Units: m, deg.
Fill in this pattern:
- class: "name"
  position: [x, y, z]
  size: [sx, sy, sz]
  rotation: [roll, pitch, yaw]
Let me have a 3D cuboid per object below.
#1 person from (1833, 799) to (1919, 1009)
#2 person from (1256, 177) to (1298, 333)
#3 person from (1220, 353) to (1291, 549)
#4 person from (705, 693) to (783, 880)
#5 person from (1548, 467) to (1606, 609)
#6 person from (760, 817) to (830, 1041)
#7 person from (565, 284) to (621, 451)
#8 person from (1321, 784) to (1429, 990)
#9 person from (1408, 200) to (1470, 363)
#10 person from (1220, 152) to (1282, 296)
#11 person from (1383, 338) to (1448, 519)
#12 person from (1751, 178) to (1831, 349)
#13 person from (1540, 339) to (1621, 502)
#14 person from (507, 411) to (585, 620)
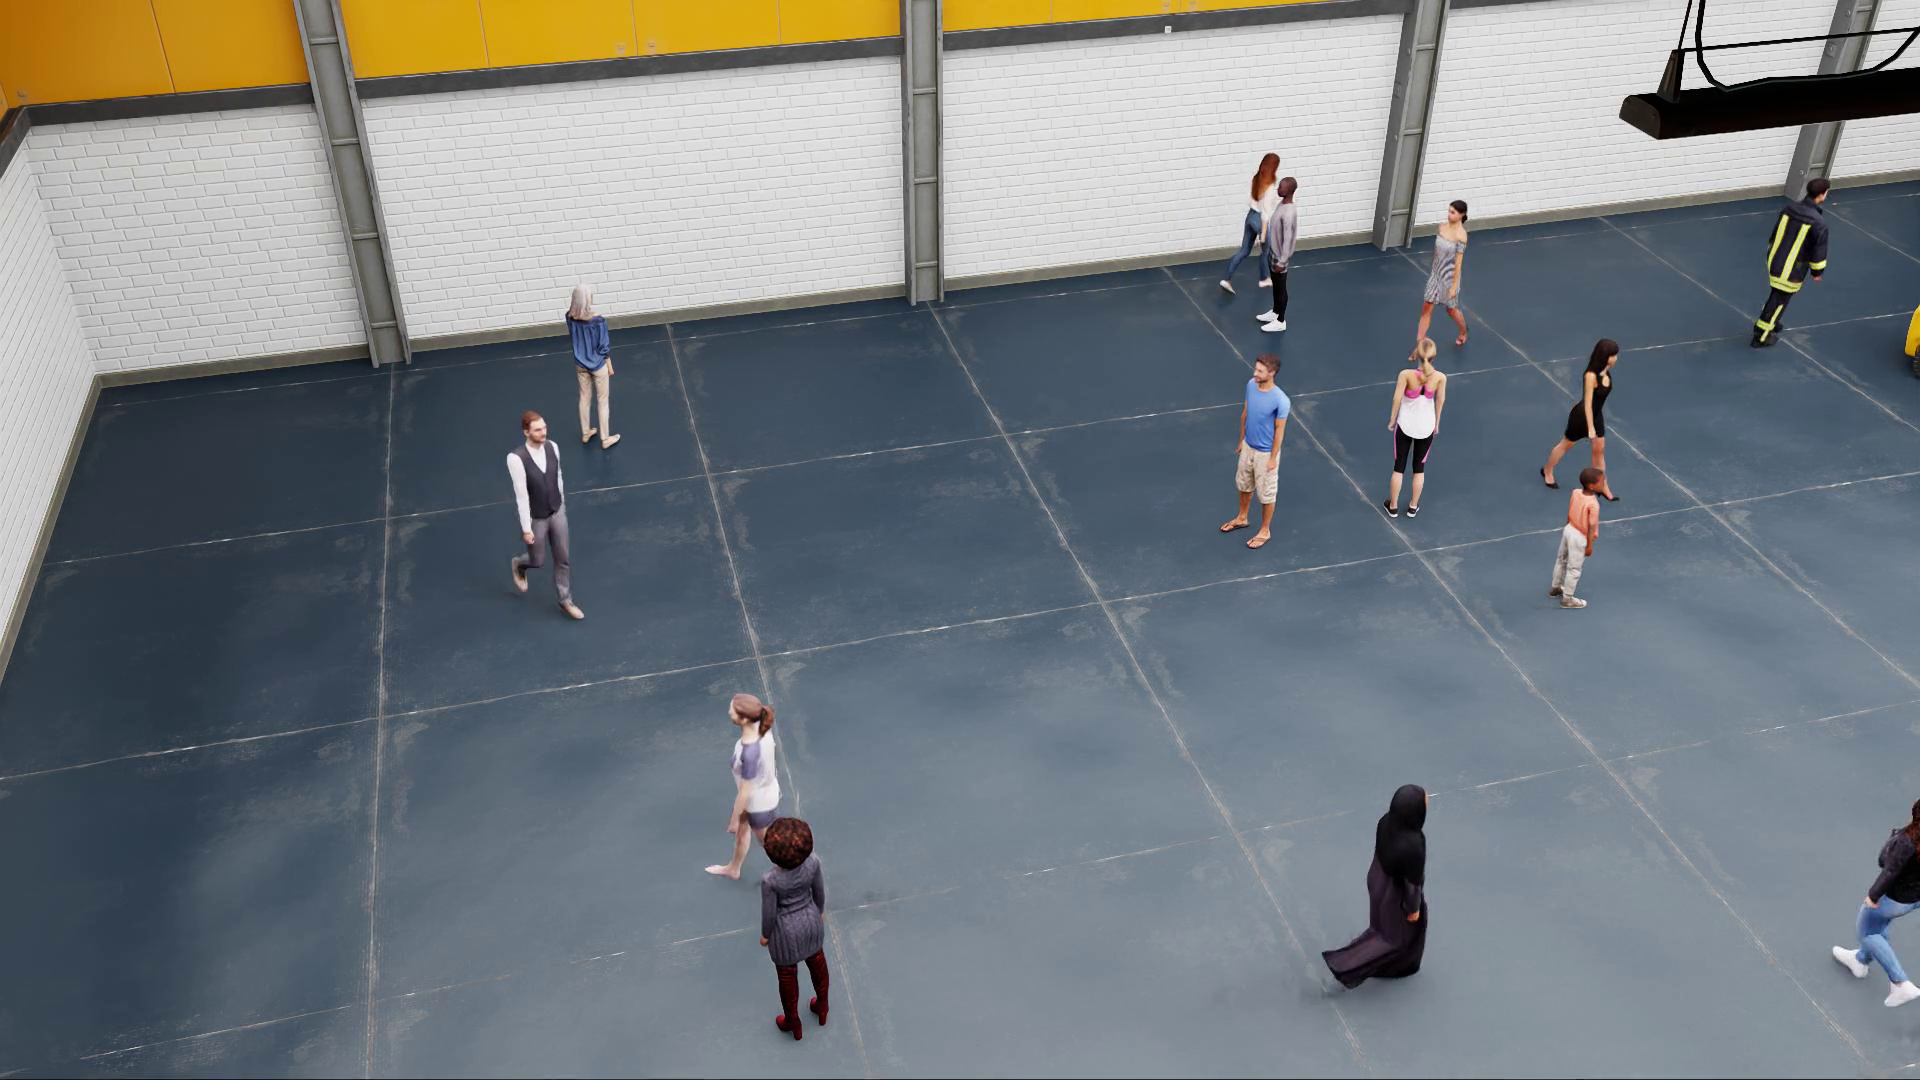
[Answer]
- class: "person"
  position: [5.902, 2.247, 10.372]
  size: [0.855, 1.616, 0.783]
  rotation: [-13, 36, -19]
- class: "person"
  position: [3.553, -3.165, 18.374]
  size: [0.597, 1.771, 0.664]
  rotation: [-1, 34, -1]
- class: "person"
  position: [2.676, -0.827, 14.775]
  size: [0.694, 1.862, 0.728]
  rotation: [-22, 39, -29]
- class: "person"
  position: [-1.246, 1.737, 11.024]
  size: [1.002, 1.745, 0.811]
  rotation: [4, 34, 6]
- class: "person"
  position: [5.222, -0.030, 14.075]
  size: [0.464, 1.309, 0.473]
  rotation: [-9, 35, -13]
- class: "person"
  position: [-0.999, 2.359, 10.118]
  size: [0.555, 1.711, 0.706]
  rotation: [-19, 38, -27]
- class: "person"
  position: [-3.603, -1.710, 16.256]
  size: [0.708, 1.693, 0.782]
  rotation: [14, 36, 20]
- class: "person"
  position: [2.672, 2.202, 10.458]
  size: [0.972, 1.596, 0.677]
  rotation: [-4, 34, -6]
- class: "person"
  position: [5.254, -2.756, 17.746]
  size: [1.116, 1.785, 0.780]
  rotation: [-17, 37, -24]
- class: "person"
  position: [3.354, -3.602, 19.104]
  size: [1.129, 1.690, 0.726]
  rotation: [-17, 37, -23]
- class: "person"
  position: [4.133, -1.009, 15.116]
  size: [0.582, 1.788, 0.730]
  rotation: [4, 34, 5]
- class: "person"
  position: [8.892, -2.973, 17.963]
  size: [0.771, 1.907, 0.791]
  rotation: [-9, 35, -13]
- class: "person"
  position: [5.734, -1.123, 15.450]
  size: [1.023, 1.606, 0.916]
  rotation: [-27, 42, -34]
- class: "person"
  position: [-3.531, -0.232, 13.832]
  size: [1.023, 1.915, 1.061]
  rotation: [27, 42, 34]
